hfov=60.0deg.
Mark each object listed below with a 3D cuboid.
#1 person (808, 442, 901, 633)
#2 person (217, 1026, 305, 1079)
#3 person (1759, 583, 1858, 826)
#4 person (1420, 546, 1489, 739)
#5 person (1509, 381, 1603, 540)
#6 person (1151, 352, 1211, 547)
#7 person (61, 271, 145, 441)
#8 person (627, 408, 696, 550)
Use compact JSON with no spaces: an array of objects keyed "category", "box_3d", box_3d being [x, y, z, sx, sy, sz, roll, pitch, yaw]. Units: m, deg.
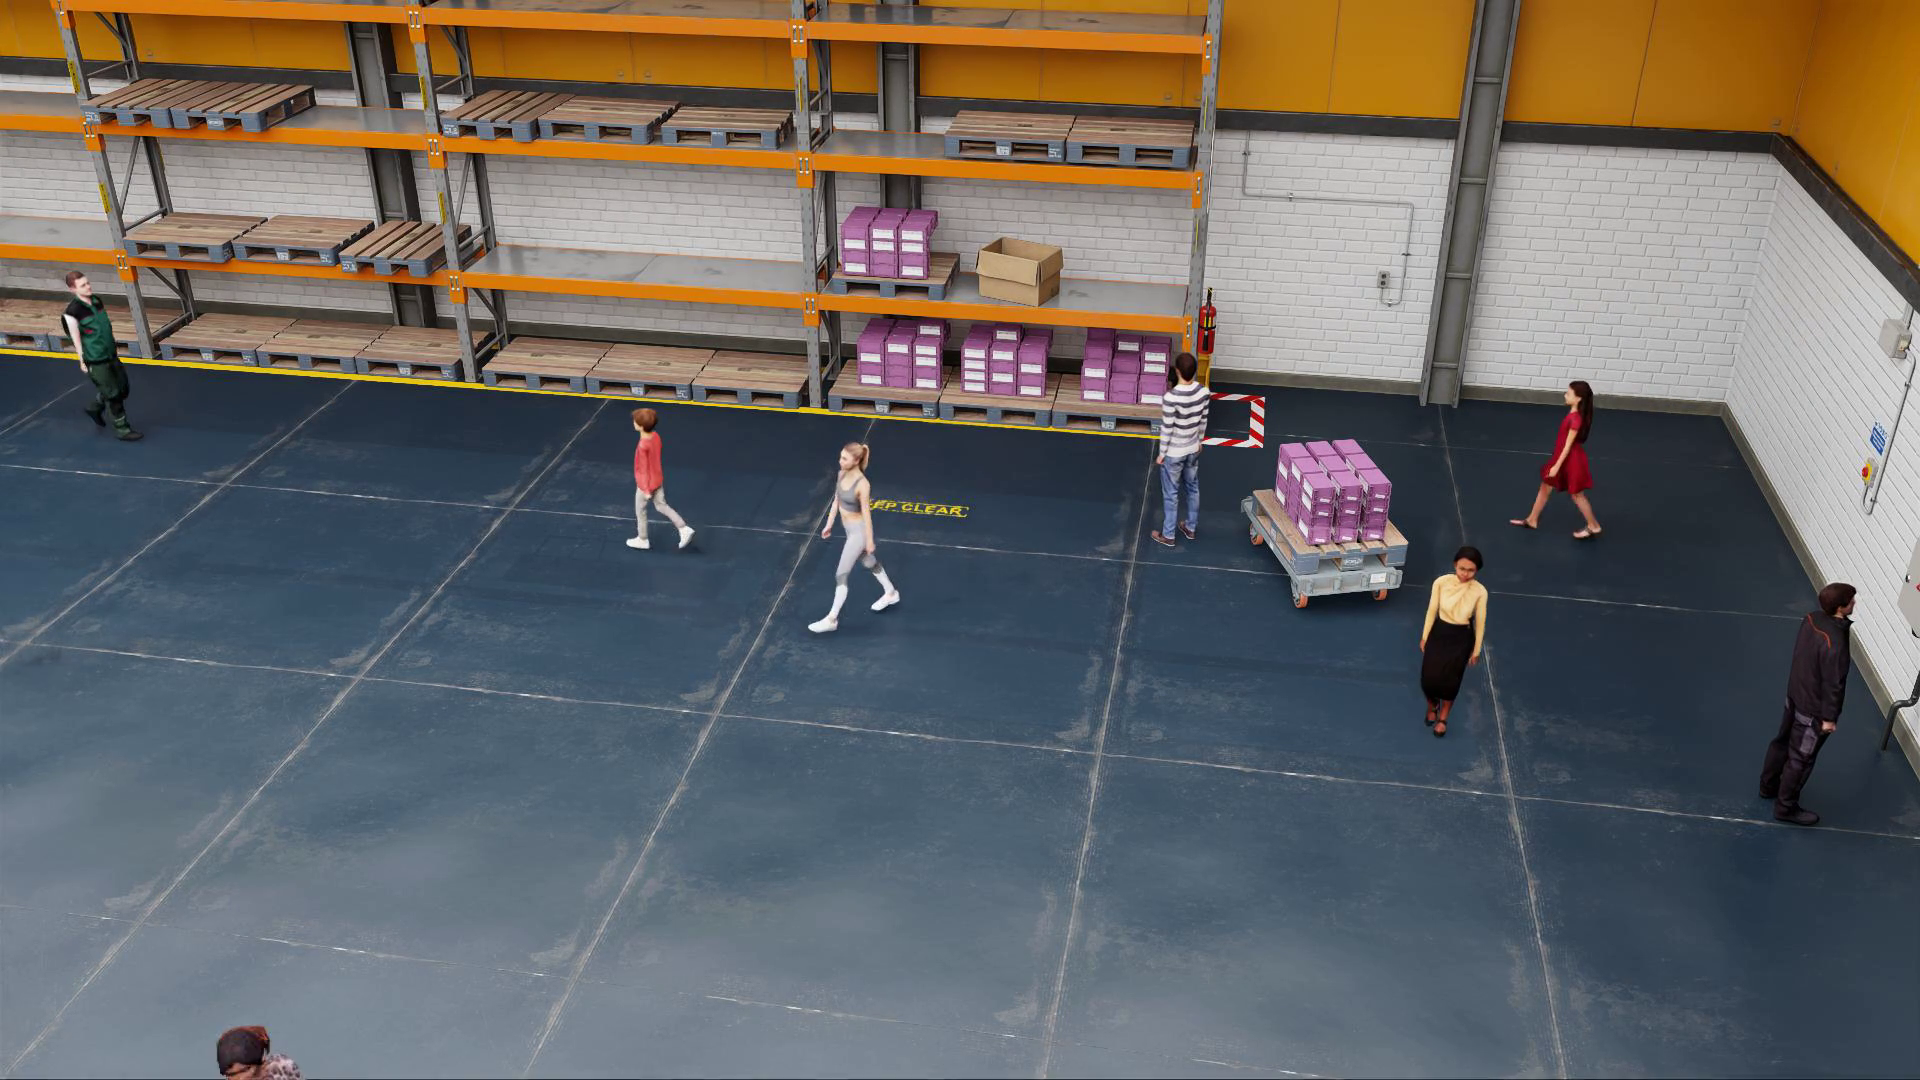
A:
[{"category":"person","box_3d":[-0.792,-0.059,13.852,1.180,1.659,1.037,-15,32,-25]},{"category":"person","box_3d":[-3.351,3.025,8.150,0.740,1.704,0.695,19,34,31]},{"category":"person","box_3d":[5.898,1.107,11.528,0.602,1.838,0.739,2,29,3]},{"category":"person","box_3d":[3.666,0.744,12.395,0.611,1.644,0.718,12,31,20]},{"category":"person","box_3d":[5.635,-0.700,15.169,1.031,1.522,0.557,6,29,11]},{"category":"person","box_3d":[2.010,-0.830,15.062,0.697,1.853,0.780,-15,32,-26]},{"category":"person","box_3d":[-8.851,-1.874,17.001,0.915,1.830,0.654,6,29,12]},{"category":"person","box_3d":[-2.728,-0.531,14.987,0.918,1.399,0.615,10,30,17]}]
